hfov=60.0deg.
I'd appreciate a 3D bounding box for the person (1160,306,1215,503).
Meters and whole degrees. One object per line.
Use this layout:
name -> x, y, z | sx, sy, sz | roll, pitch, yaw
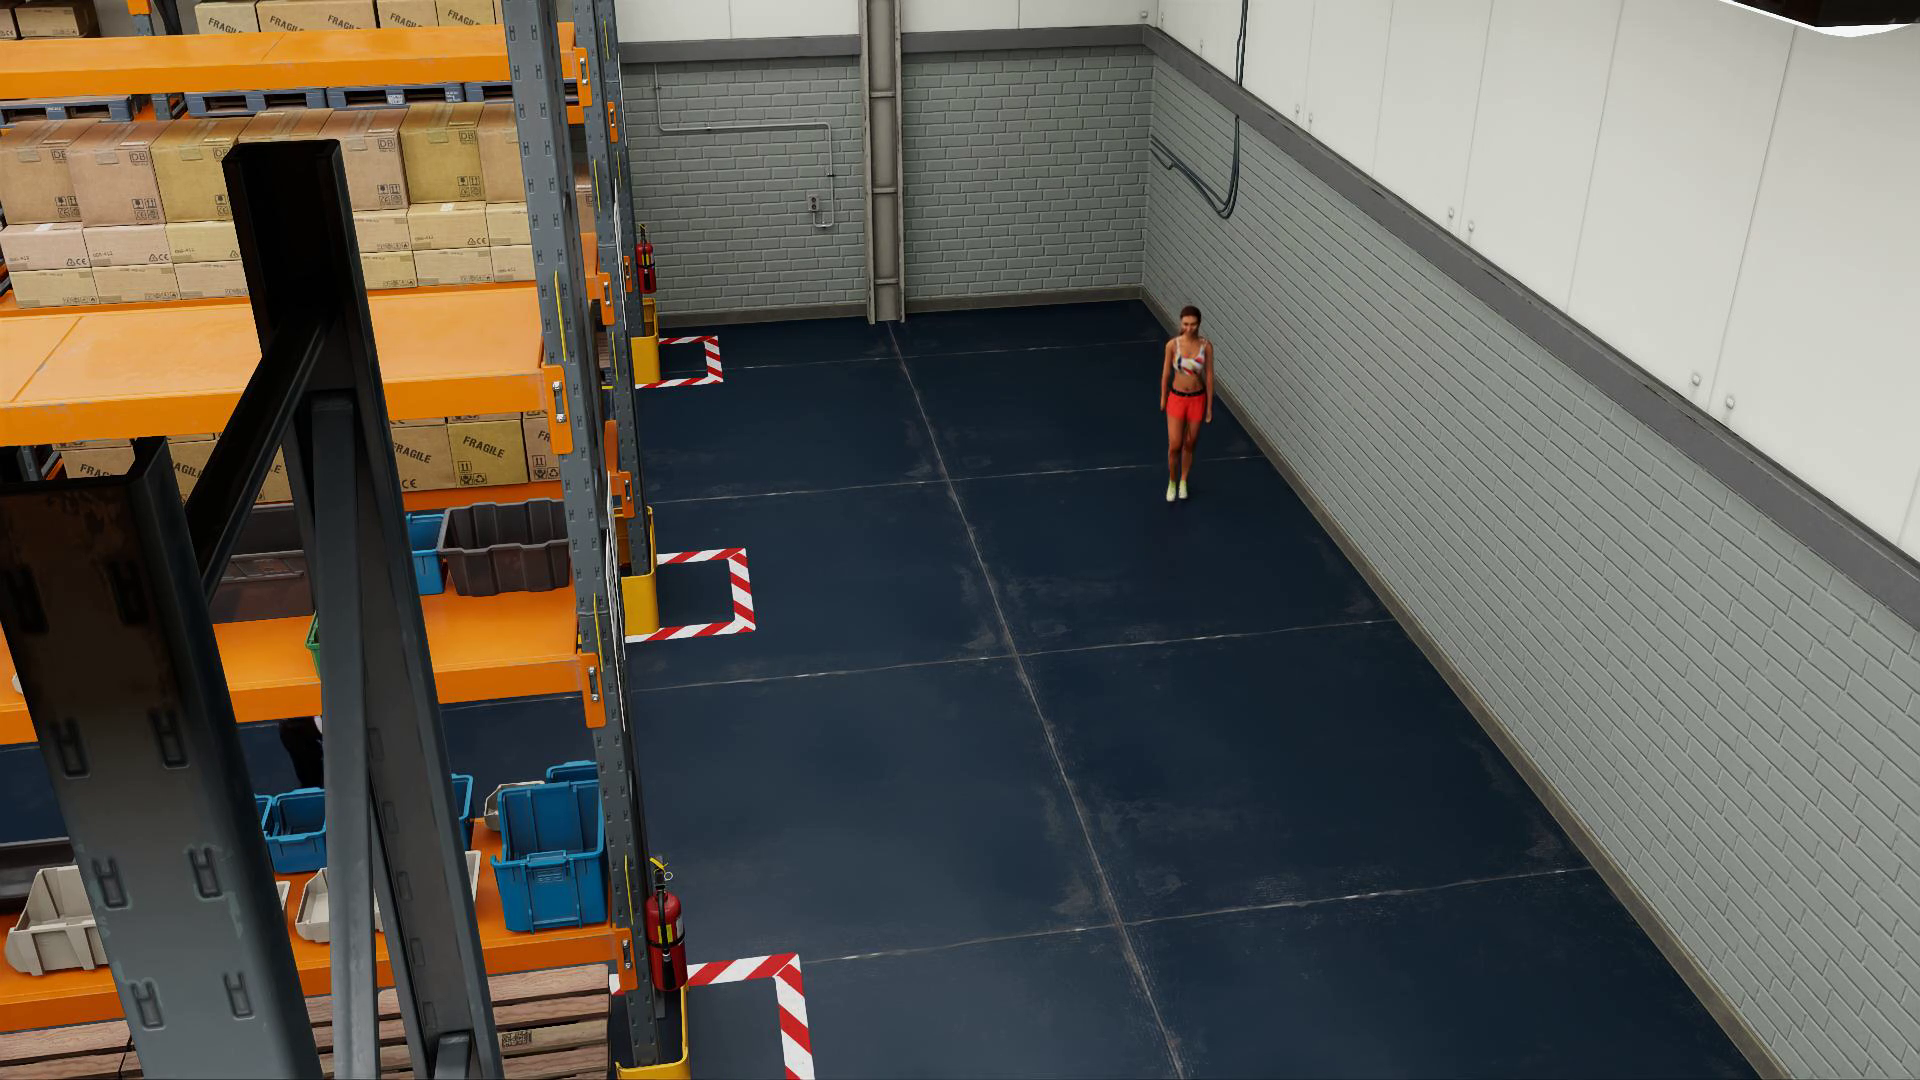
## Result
person -> 1.944, -1.204, 14.270 | 0.653, 1.773, 0.722 | 1, 28, 2
